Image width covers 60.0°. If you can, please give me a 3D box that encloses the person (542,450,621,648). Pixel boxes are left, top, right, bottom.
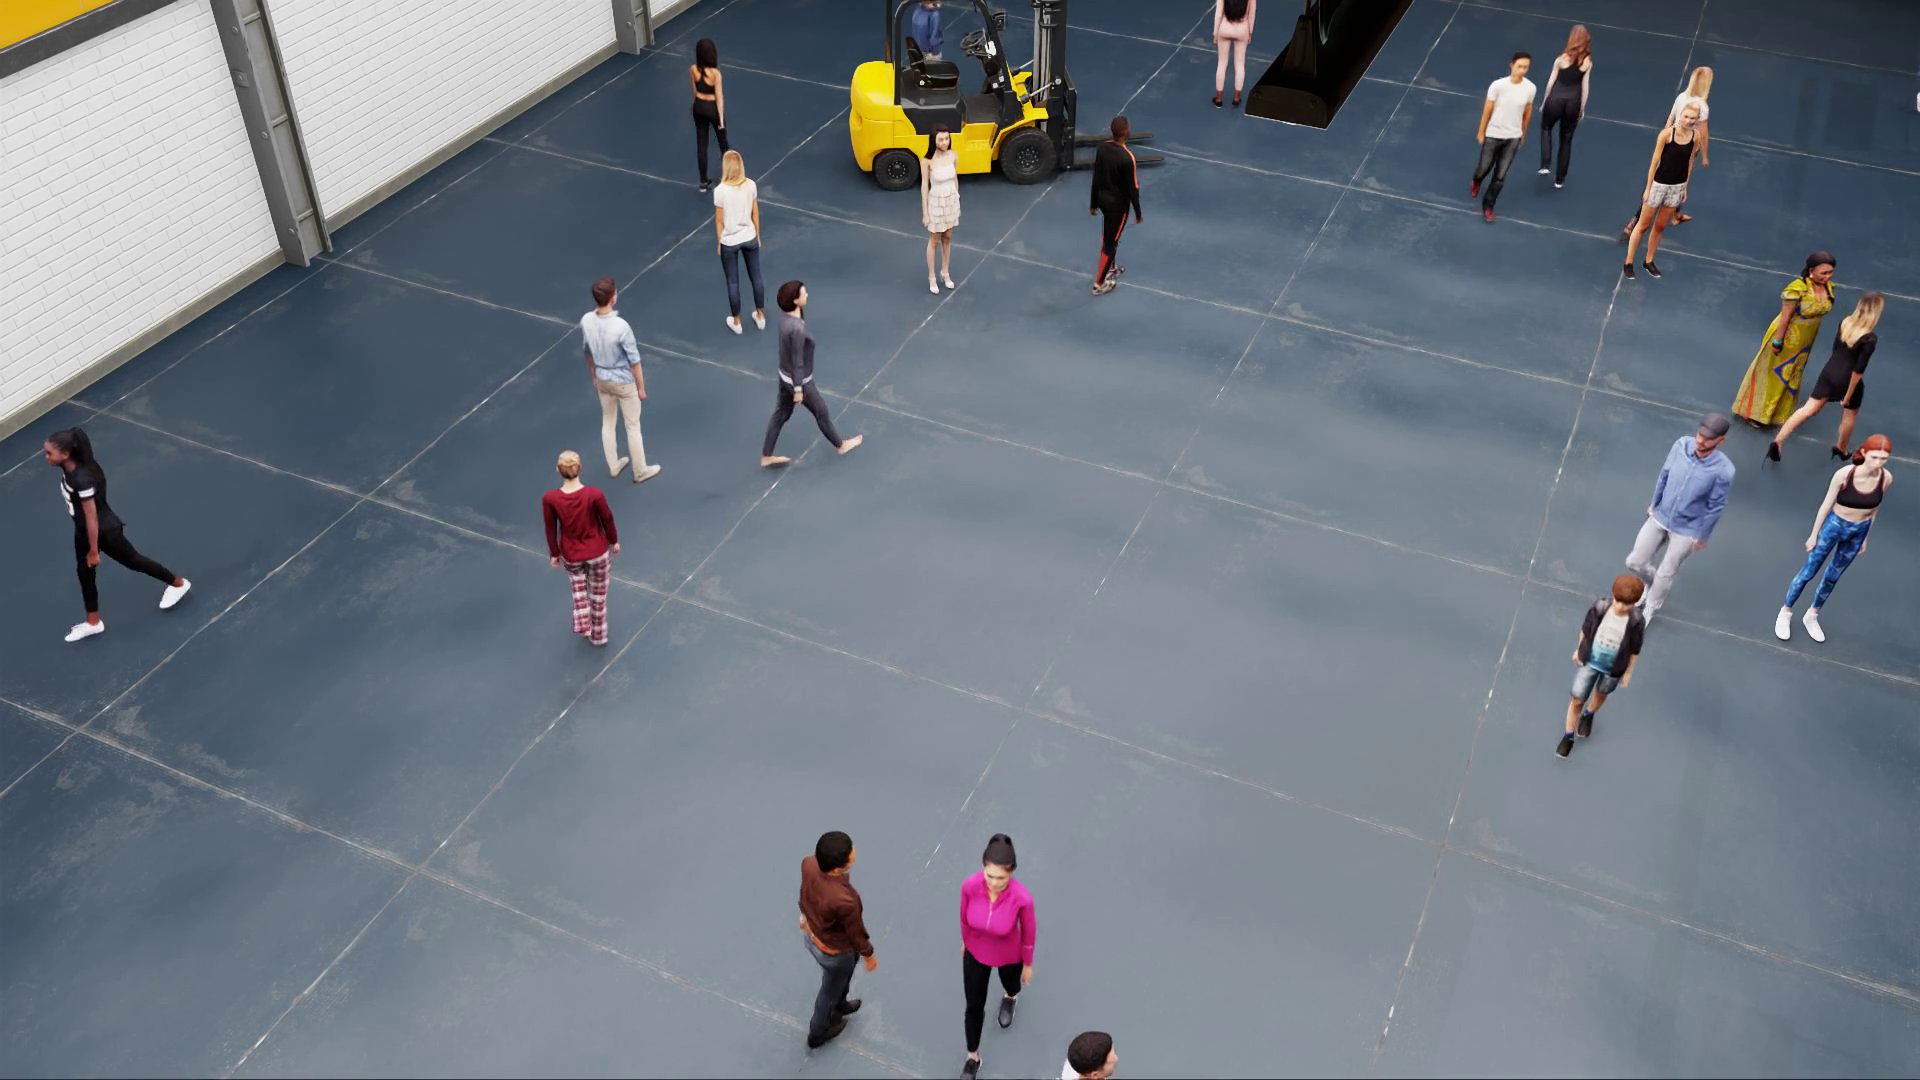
[{"bbox_3d":[-2.697,0.111,11.906,0.741,1.691,0.761,-2,39,-3],"label":"person"}]

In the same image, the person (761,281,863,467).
[{"bbox_3d":[-1.428,-1.302,13.657,1.187,1.715,1.064,-17,42,-20],"label":"person"}]

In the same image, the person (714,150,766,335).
[{"bbox_3d":[-2.040,-2.753,15.398,0.629,1.809,0.720,-20,43,-23],"label":"person"}]

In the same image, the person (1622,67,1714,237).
[{"bbox_3d":[7.197,-3.846,16.789,1.189,1.782,1.135,-13,40,-15],"label":"person"}]

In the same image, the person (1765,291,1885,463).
[{"bbox_3d":[7.150,-1.282,13.696,1.044,1.635,1.046,-9,40,-12],"label":"person"}]

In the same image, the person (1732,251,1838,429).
[{"bbox_3d":[7.141,-1.740,14.258,0.968,1.660,1.059,-18,42,-22],"label":"person"}]

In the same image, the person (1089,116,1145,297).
[{"bbox_3d":[1.396,-3.174,15.941,0.906,1.789,0.828,-28,46,-30],"label":"person"}]

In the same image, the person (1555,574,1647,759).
[{"bbox_3d":[4.379,0.779,11.279,0.536,1.430,0.783,16,41,19],"label":"person"}]

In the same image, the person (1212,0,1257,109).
[{"bbox_3d":[3.185,-5.898,19.407,0.683,1.720,0.655,3,39,3],"label":"person"}]

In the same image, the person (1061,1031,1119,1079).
[{"bbox_3d":[0.513,3.027,8.139,1.031,1.836,1.018,-3,39,-3],"label":"person"}]

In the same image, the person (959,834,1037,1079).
[{"bbox_3d":[0.232,2.234,9.270,0.696,1.674,1.003,10,40,12],"label":"person"}]

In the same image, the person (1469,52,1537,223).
[{"bbox_3d":[5.628,-4.236,17.280,0.819,1.788,0.964,3,39,3],"label":"person"}]

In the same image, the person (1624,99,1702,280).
[{"bbox_3d":[6.895,-3.459,16.253,0.681,1.845,0.686,-3,39,-4],"label":"person"}]

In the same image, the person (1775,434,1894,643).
[{"bbox_3d":[6.345,-0.014,11.996,0.644,1.784,0.655,3,39,4],"label":"person"}]

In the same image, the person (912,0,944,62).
[{"bbox_3d":[-0.280,-5.616,19.092,0.827,1.683,0.774,-19,42,-22],"label":"person"}]

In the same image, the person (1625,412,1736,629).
[{"bbox_3d":[5.270,-0.176,12.116,0.839,1.877,0.811,-26,45,-28],"label":"person"}]

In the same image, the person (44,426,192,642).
[{"bbox_3d":[-6.183,-0.076,12.143,0.887,1.688,1.244,32,48,33],"label":"person"}]

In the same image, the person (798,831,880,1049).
[{"bbox_3d":[-0.774,2.268,9.156,0.805,1.754,0.781,-25,45,-28],"label":"person"}]

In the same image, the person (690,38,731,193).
[{"bbox_3d":[-2.725,-4.504,17.753,0.678,1.607,1.046,9,39,11],"label":"person"}]

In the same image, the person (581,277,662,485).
[{"bbox_3d":[-2.802,-1.295,13.542,0.644,1.847,0.514,16,41,19],"label":"person"}]

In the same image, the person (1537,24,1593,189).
[{"bbox_3d":[6.447,-4.606,17.790,0.703,1.720,0.780,9,40,12],"label":"person"}]

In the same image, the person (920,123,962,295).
[{"bbox_3d":[-0.188,-3.197,16.013,0.621,1.736,0.714,-22,43,-25],"label":"person"}]
